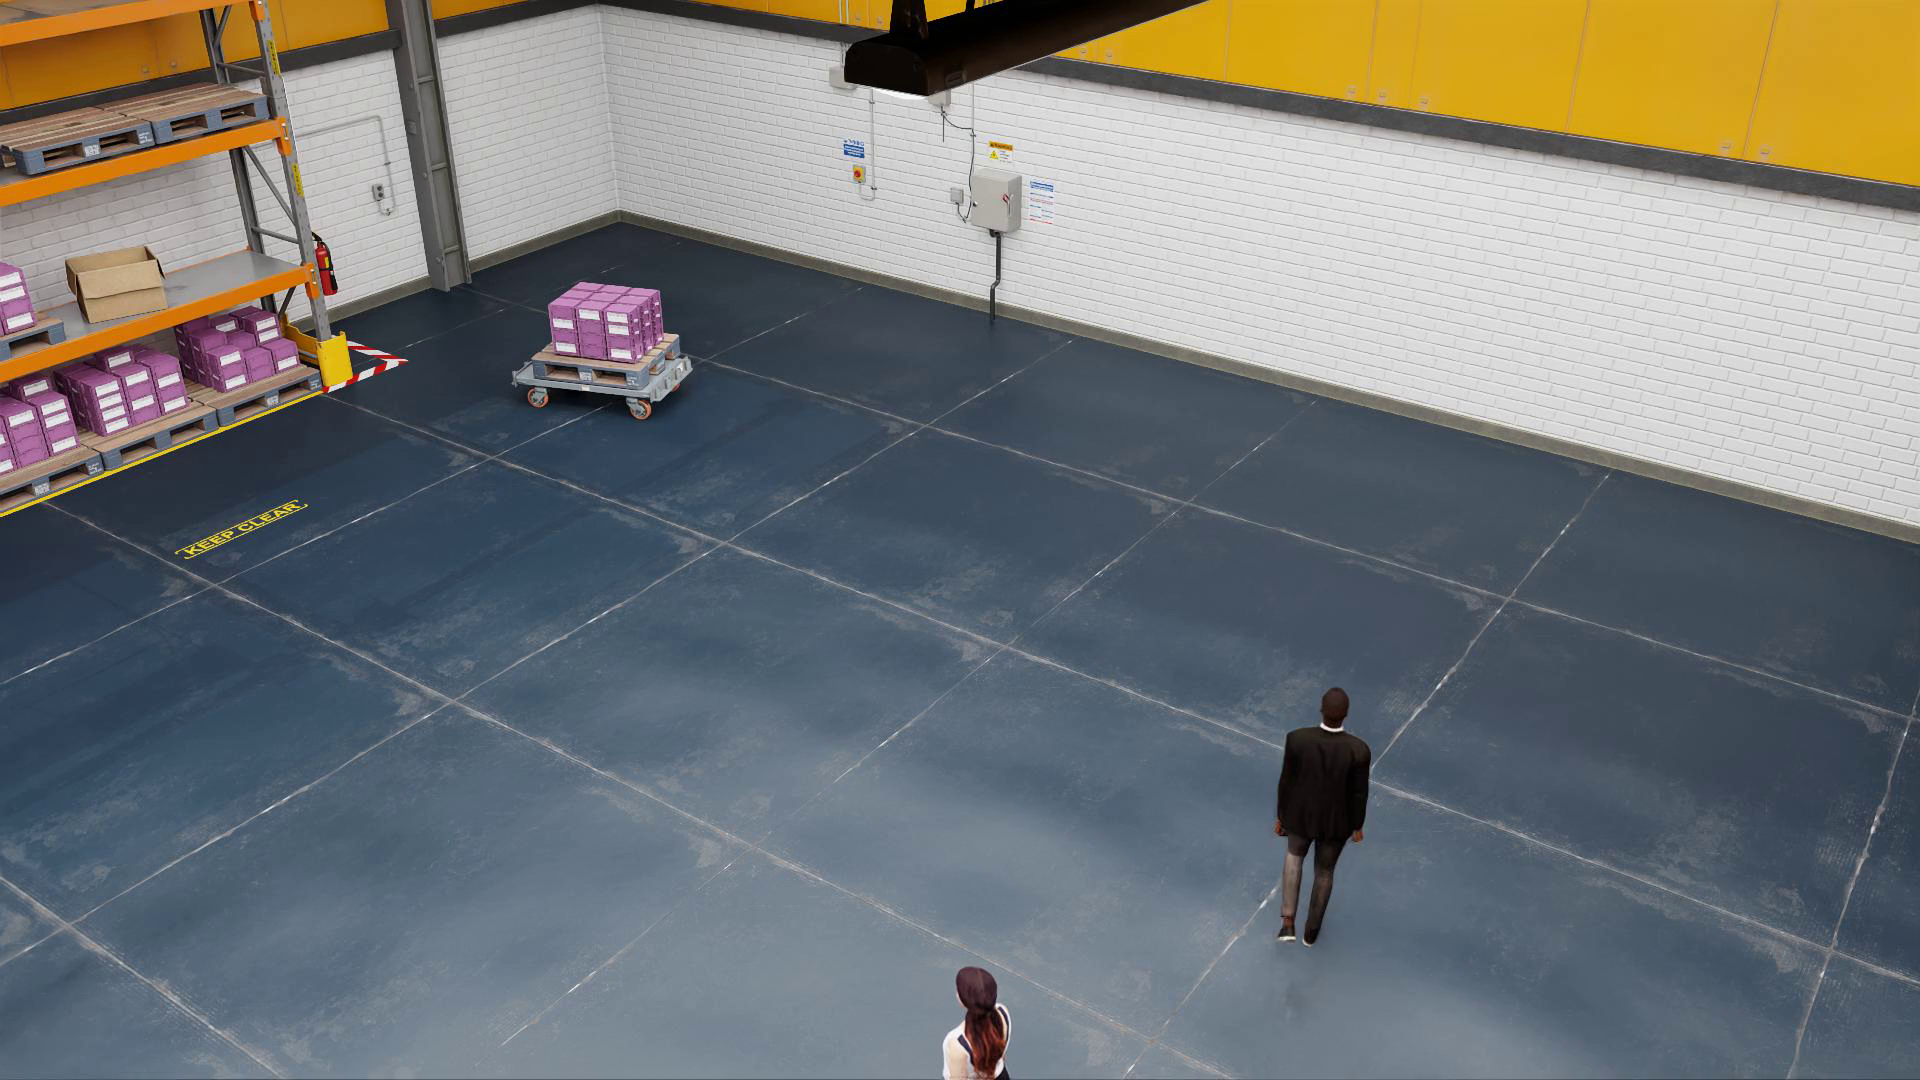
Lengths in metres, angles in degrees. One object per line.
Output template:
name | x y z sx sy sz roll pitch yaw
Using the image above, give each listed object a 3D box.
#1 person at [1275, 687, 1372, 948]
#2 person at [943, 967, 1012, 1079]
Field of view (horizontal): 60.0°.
person | 2.081 1.681 9.658 0.769 1.792 0.841 10 30 18
person | 0.097 2.700 7.941 0.608 1.646 0.474 21 35 33
